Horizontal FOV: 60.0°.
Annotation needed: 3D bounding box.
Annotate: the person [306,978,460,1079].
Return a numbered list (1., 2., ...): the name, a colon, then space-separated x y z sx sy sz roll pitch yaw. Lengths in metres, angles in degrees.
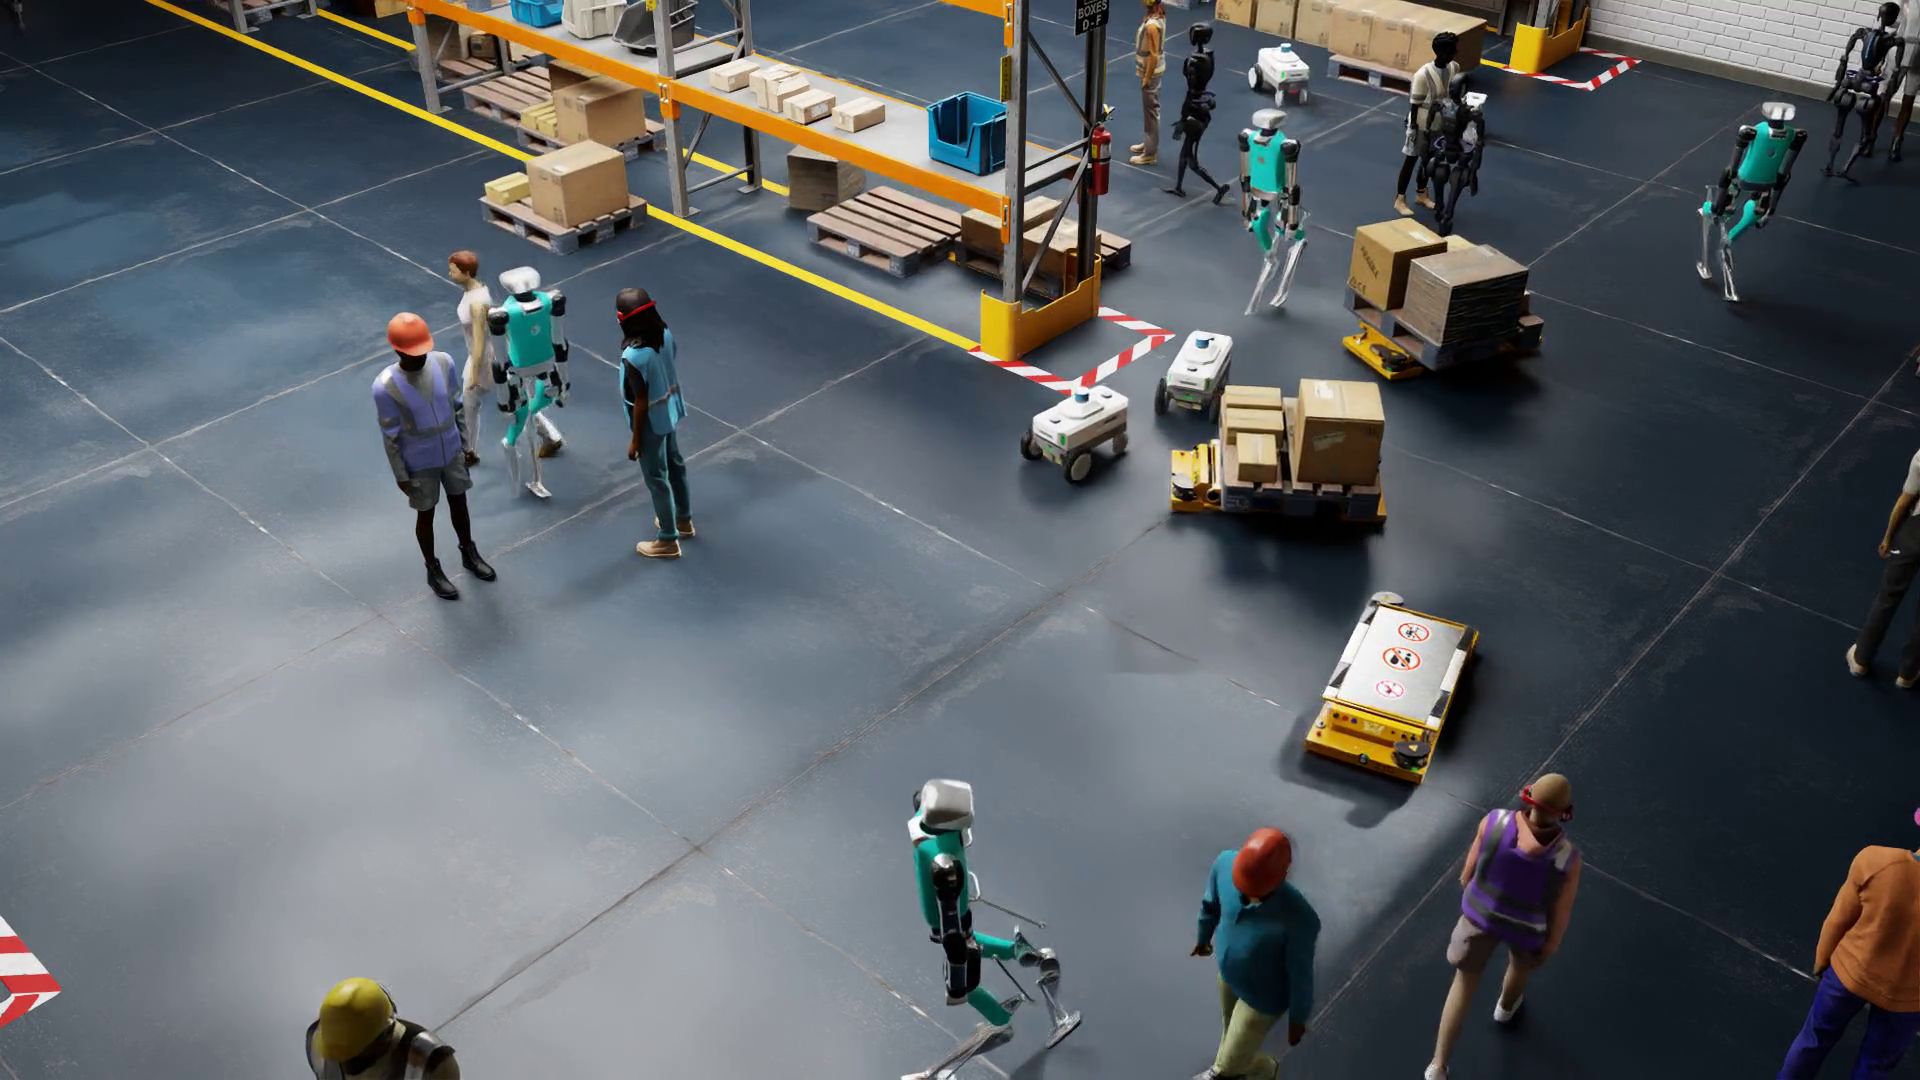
1. person: -2.080 2.256 6.182 0.584 1.825 0.404 10 36 14

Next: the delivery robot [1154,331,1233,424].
1. delivery robot: 1.779 -1.249 12.356 0.499 0.582 0.773 13 37 17

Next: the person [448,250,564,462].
1. person: -3.229 -1.225 11.393 0.860 1.617 0.454 -16 38 -21

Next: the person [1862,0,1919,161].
1. person: 9.156 -4.633 16.070 0.550 1.923 0.387 13 37 18

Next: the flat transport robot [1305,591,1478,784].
1. flat transport robot: 2.524 0.821 9.621 0.659 0.231 1.431 16 38 21

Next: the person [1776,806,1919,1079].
1. person: 3.743 1.762 6.761 0.509 1.978 0.406 27 43 33

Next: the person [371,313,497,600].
1. person: -3.195 -0.515 10.100 0.387 1.929 0.543 27 43 34

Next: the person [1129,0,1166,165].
1. person: 1.810 -4.504 16.007 0.326 1.777 0.463 5 35 7

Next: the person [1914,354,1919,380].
1. person: 7.564 -1.998 12.387 0.325 1.766 0.532 18 39 25

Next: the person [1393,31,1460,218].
1. person: 4.232 -3.754 14.999 0.534 1.693 0.321 -20 40 -27

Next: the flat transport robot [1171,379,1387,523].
1. flat transport robot: 2.171 -0.406 11.398 1.431 0.231 0.659 4 35 5

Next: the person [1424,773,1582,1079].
1. person: 2.352 1.658 7.178 0.482 1.660 0.832 18 39 24

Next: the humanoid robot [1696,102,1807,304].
1. humanoid robot: 6.354 -2.794 13.575 0.561 1.733 1.035 1 35 1

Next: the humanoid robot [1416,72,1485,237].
1. humanoid robot: 4.218 -3.230 14.260 0.585 1.629 0.512 24 41 30

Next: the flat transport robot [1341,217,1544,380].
1. flat transport robot: 3.807 -1.606 13.136 1.431 0.231 0.659 -14 37 -19

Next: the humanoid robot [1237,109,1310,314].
1. humanoid robot: 2.577 -2.625 13.347 0.556 1.809 0.782 29 44 35

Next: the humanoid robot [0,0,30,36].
1. humanoid robot: -11.251 -6.801 19.464 0.609 1.635 0.767 -15 37 -21

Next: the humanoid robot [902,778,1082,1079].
1. humanoid robot: 0.224 1.691 7.098 0.994 1.776 0.530 -6 35 -9

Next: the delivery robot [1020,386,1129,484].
1. delivery robot: 0.833 -0.779 11.702 0.814 0.612 0.499 -27 43 -34

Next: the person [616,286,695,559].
1. person: -1.918 -0.727 10.457 0.382 1.866 0.527 10 36 14

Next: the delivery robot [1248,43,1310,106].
1. delivery robot: 3.454 -5.015 17.841 0.499 0.614 0.817 -8 35 -11

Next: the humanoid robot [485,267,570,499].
1. humanoid robot: -2.905 -0.990 11.053 0.540 1.888 0.732 -26 43 -33

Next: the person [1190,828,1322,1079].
1. person: 1.185 1.803 6.903 0.403 1.730 0.653 -19 39 -25

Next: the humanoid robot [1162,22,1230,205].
1. humanoid robot: 2.224 -3.909 15.270 0.688 1.647 0.595 14 37 19

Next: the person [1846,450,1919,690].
1. person: 5.480 0.042 9.376 0.513 1.840 0.349 18 38 24

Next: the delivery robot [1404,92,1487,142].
1. delivery robot: 4.934 -4.383 16.919 0.796 0.606 0.499 14 37 20

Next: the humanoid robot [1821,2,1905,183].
1. humanoid robot: 8.485 -4.219 15.691 0.466 1.645 0.606 -24 41 -30

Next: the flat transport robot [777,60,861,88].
1. flat transport robot: -1.777 -4.842 17.825 1.431 0.231 0.659 24 41 30
